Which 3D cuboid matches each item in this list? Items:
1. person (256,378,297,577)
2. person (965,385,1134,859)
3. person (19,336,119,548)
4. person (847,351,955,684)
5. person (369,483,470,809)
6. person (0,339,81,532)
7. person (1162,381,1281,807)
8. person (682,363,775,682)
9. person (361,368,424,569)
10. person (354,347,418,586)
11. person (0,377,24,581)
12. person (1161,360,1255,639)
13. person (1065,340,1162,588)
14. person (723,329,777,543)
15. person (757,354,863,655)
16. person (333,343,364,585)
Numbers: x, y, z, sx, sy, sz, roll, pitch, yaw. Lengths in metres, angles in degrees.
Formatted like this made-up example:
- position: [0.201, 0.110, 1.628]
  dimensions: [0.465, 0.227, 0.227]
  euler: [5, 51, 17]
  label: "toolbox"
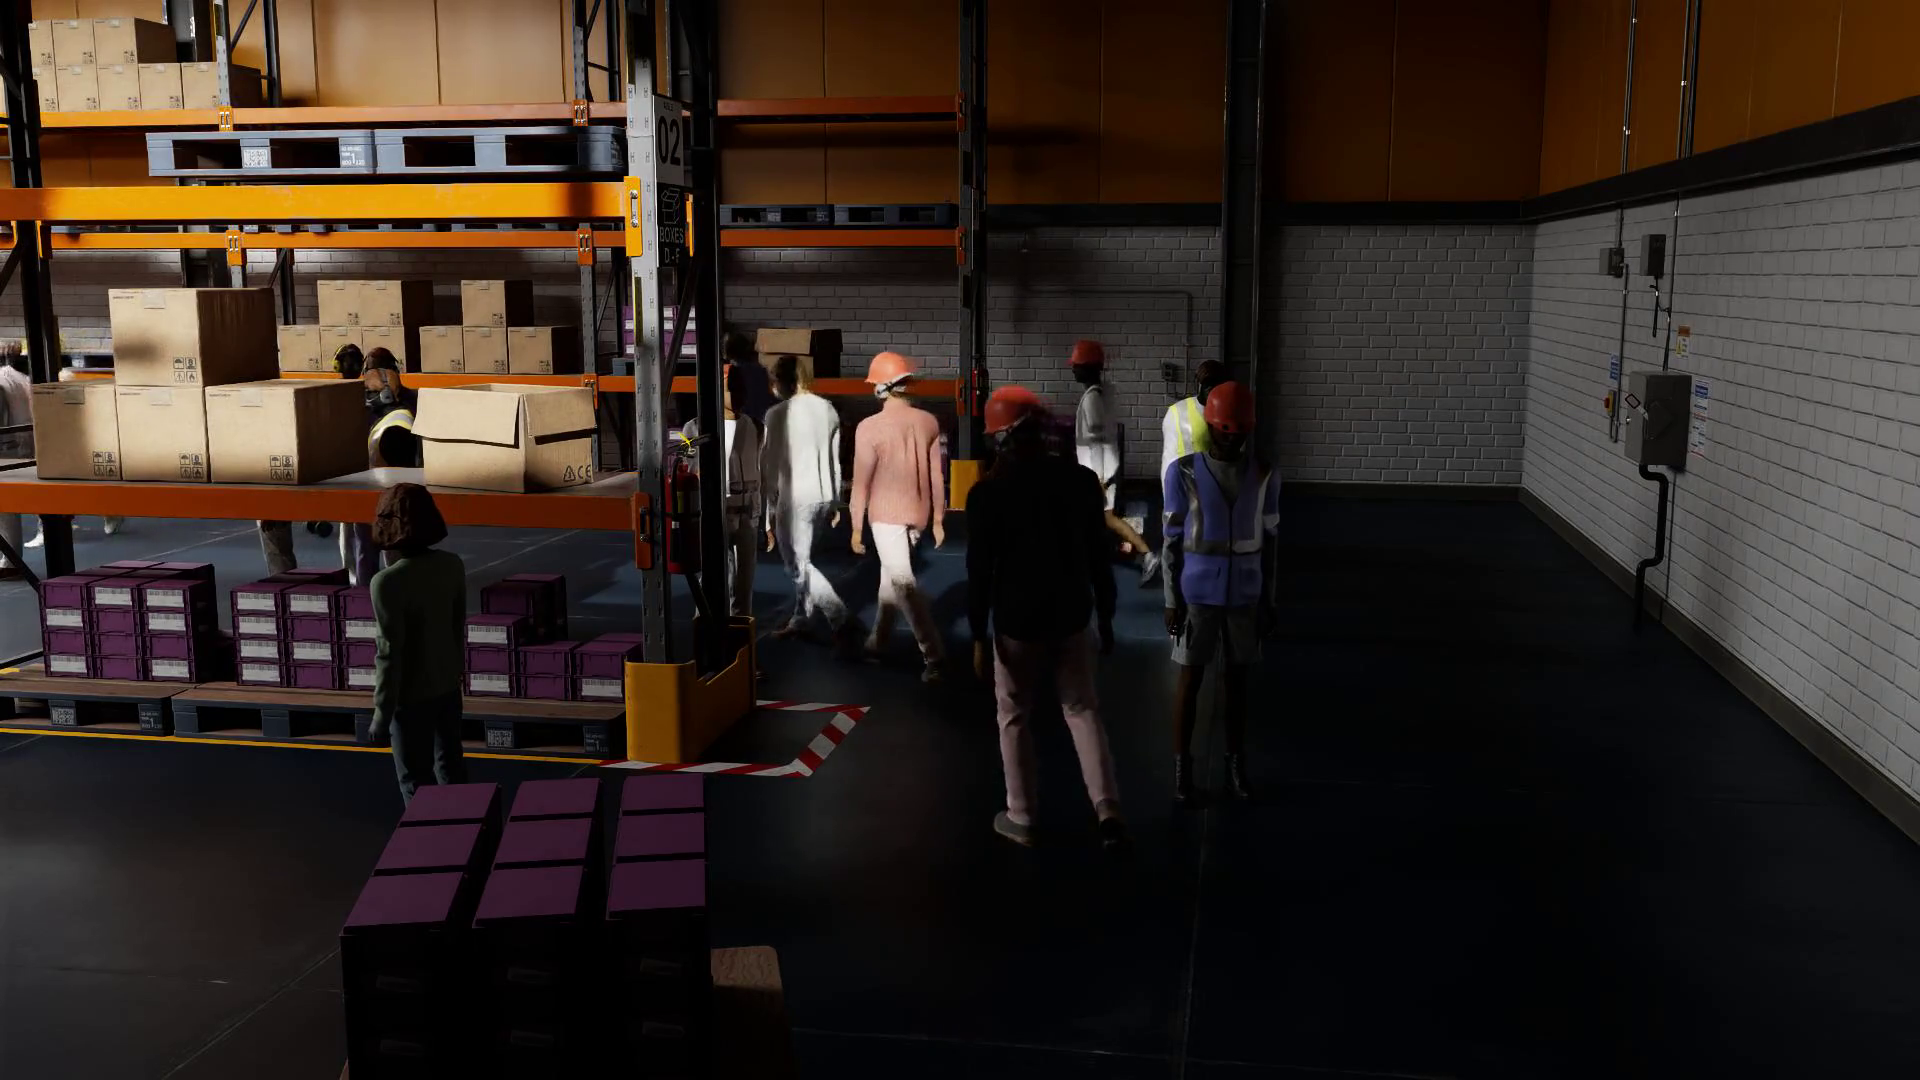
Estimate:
- position: [-4.543, -0.260, 10.942]
  dimensions: [0.404, 1.830, 0.601]
  euler: [-3, 10, -18]
  label: "person"
- position: [0.366, 0.350, 6.807]
  dimensions: [0.647, 1.949, 0.806]
  euler: [-2, 9, -15]
  label: "person"
- position: [-7.988, -0.909, 14.836]
  dimensions: [0.590, 1.891, 0.881]
  euler: [3, 10, 17]
  label: "person"
- position: [-0.347, -0.142, 9.870]
  dimensions: [0.619, 1.953, 1.023]
  euler: [-9, 13, -43]
  label: "person"
- position: [-2.025, 0.598, 6.235]
  dimensions: [0.284, 1.633, 0.497]
  euler: [3, 10, 17]
  label: "person"
- position: [-8.677, -0.945, 15.299]
  dimensions: [0.903, 1.810, 0.625]
  euler: [1, 9, 7]
  label: "person"
- position: [1.181, 0.248, 7.497]
  dimensions: [0.542, 1.929, 0.369]
  euler: [-1, 9, -7]
  label: "person"
- position: [-1.338, -0.081, 9.676]
  dimensions: [0.572, 1.883, 0.356]
  euler: [-8, 12, -41]
  label: "person"
- position: [-3.462, -0.133, 10.158]
  dimensions: [0.428, 1.836, 0.626]
  euler: [-3, 10, -20]
  label: "person"
- position: [-3.881, -0.350, 11.270]
  dimensions: [0.651, 1.906, 0.402]
  euler: [-4, 10, -24]
  label: "person"
- position: [-7.539, -0.616, 12.992]
  dimensions: [0.356, 1.885, 0.572]
  euler: [-4, 10, -24]
  label: "person"
- position: [1.632, -0.259, 10.906]
  dimensions: [0.624, 1.844, 0.430]
  euler: [-1, 9, -4]
  label: "person"
- position: [1.130, -0.546, 12.500]
  dimensions: [0.829, 1.914, 0.555]
  euler: [3, 10, 17]
  label: "person"
- position: [-1.838, -0.846, 14.303]
  dimensions: [0.629, 1.921, 0.634]
  euler: [7, 12, 38]
  label: "person"
- position: [-0.924, -0.217, 10.484]
  dimensions: [0.795, 1.904, 0.633]
  euler: [5, 10, 29]
  label: "person"
- position: [-4.670, -0.595, 12.928]
  dimensions: [0.406, 1.863, 0.534]
  euler: [7, 11, 36]
  label: "person"
